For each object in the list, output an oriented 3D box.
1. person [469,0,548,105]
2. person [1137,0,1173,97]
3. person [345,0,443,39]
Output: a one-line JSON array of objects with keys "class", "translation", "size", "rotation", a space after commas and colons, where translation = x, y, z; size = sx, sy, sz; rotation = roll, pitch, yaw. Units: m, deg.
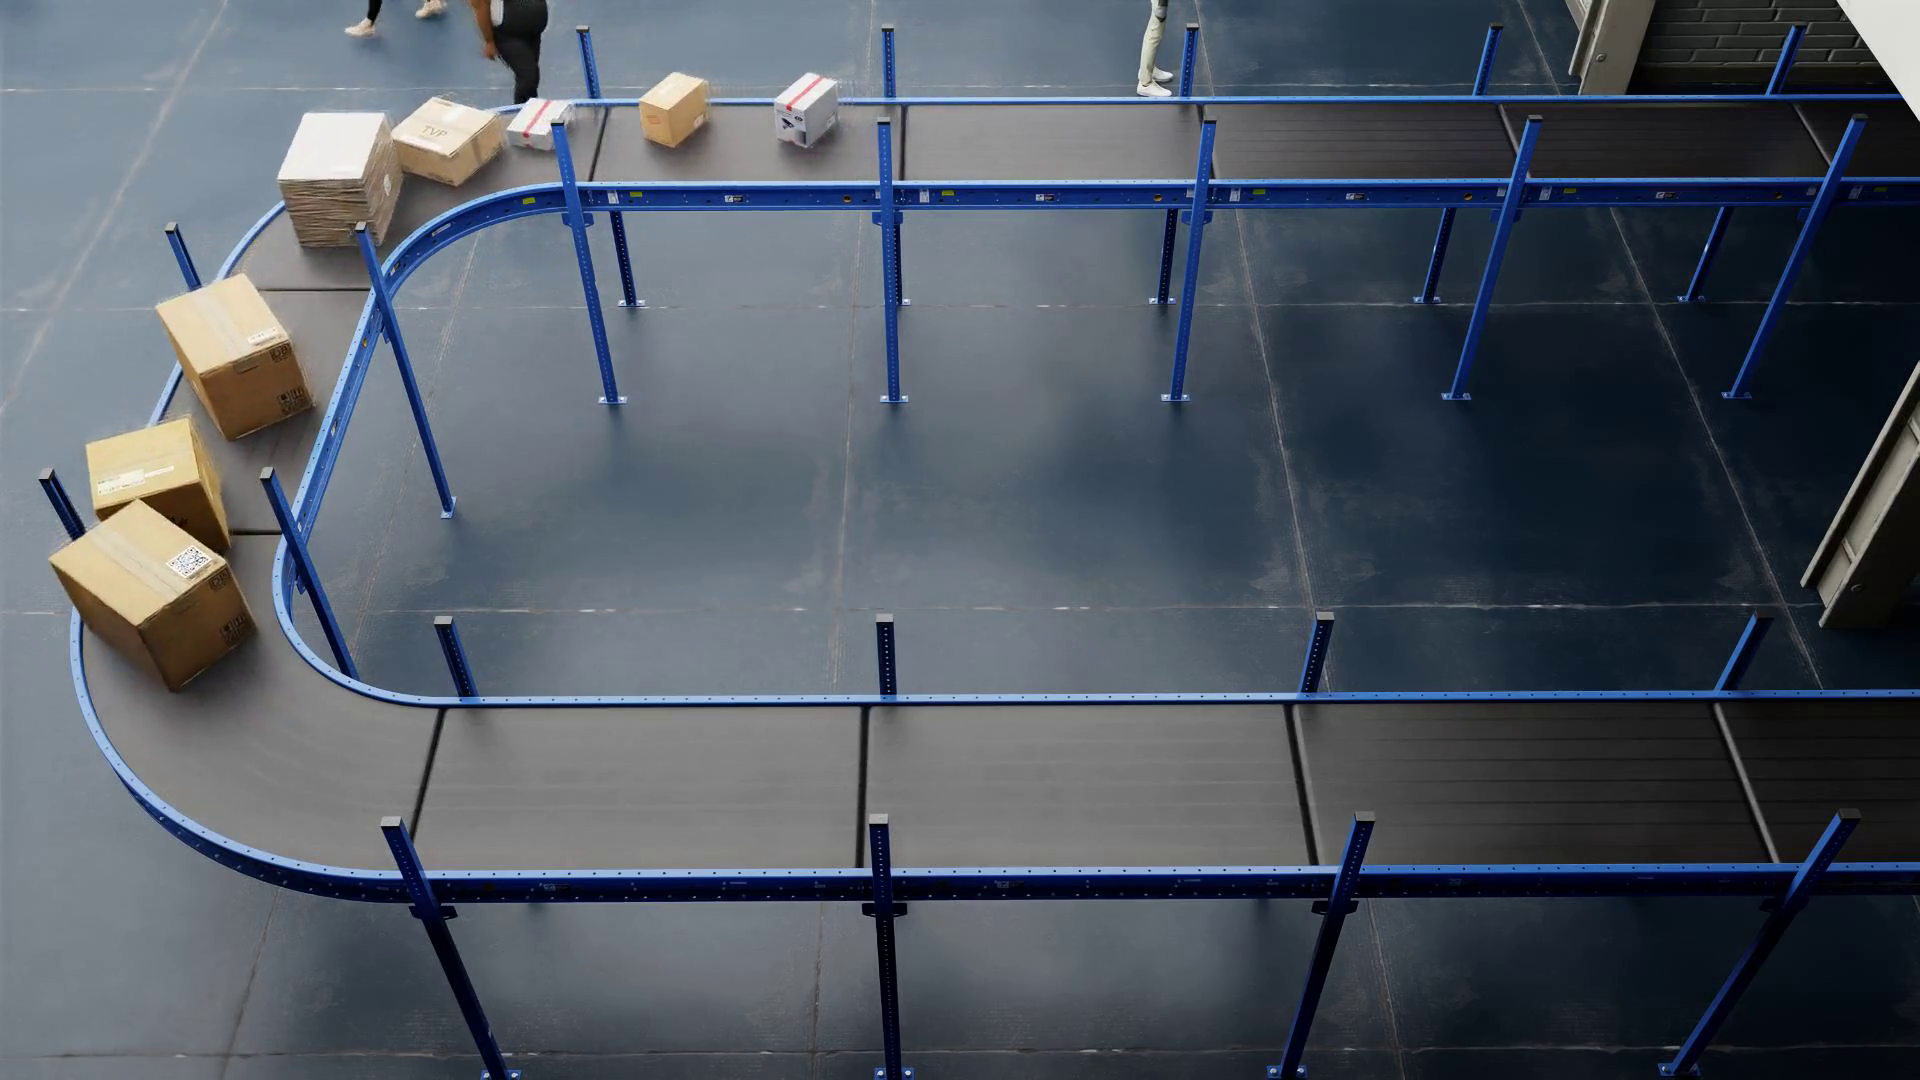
[{"class": "person", "translation": [-3.545, -4.145, 13.782], "size": [0.538, 2.000, 0.715], "rotation": [16, 49, 14]}, {"class": "person", "translation": [1.691, -4.577, 14.281], "size": [0.312, 1.863, 0.515], "rotation": [4, 47, 4]}, {"class": "person", "translation": [-5.107, -5.251, 15.051], "size": [0.909, 1.637, 0.536], "rotation": [-19, 50, -17]}]
